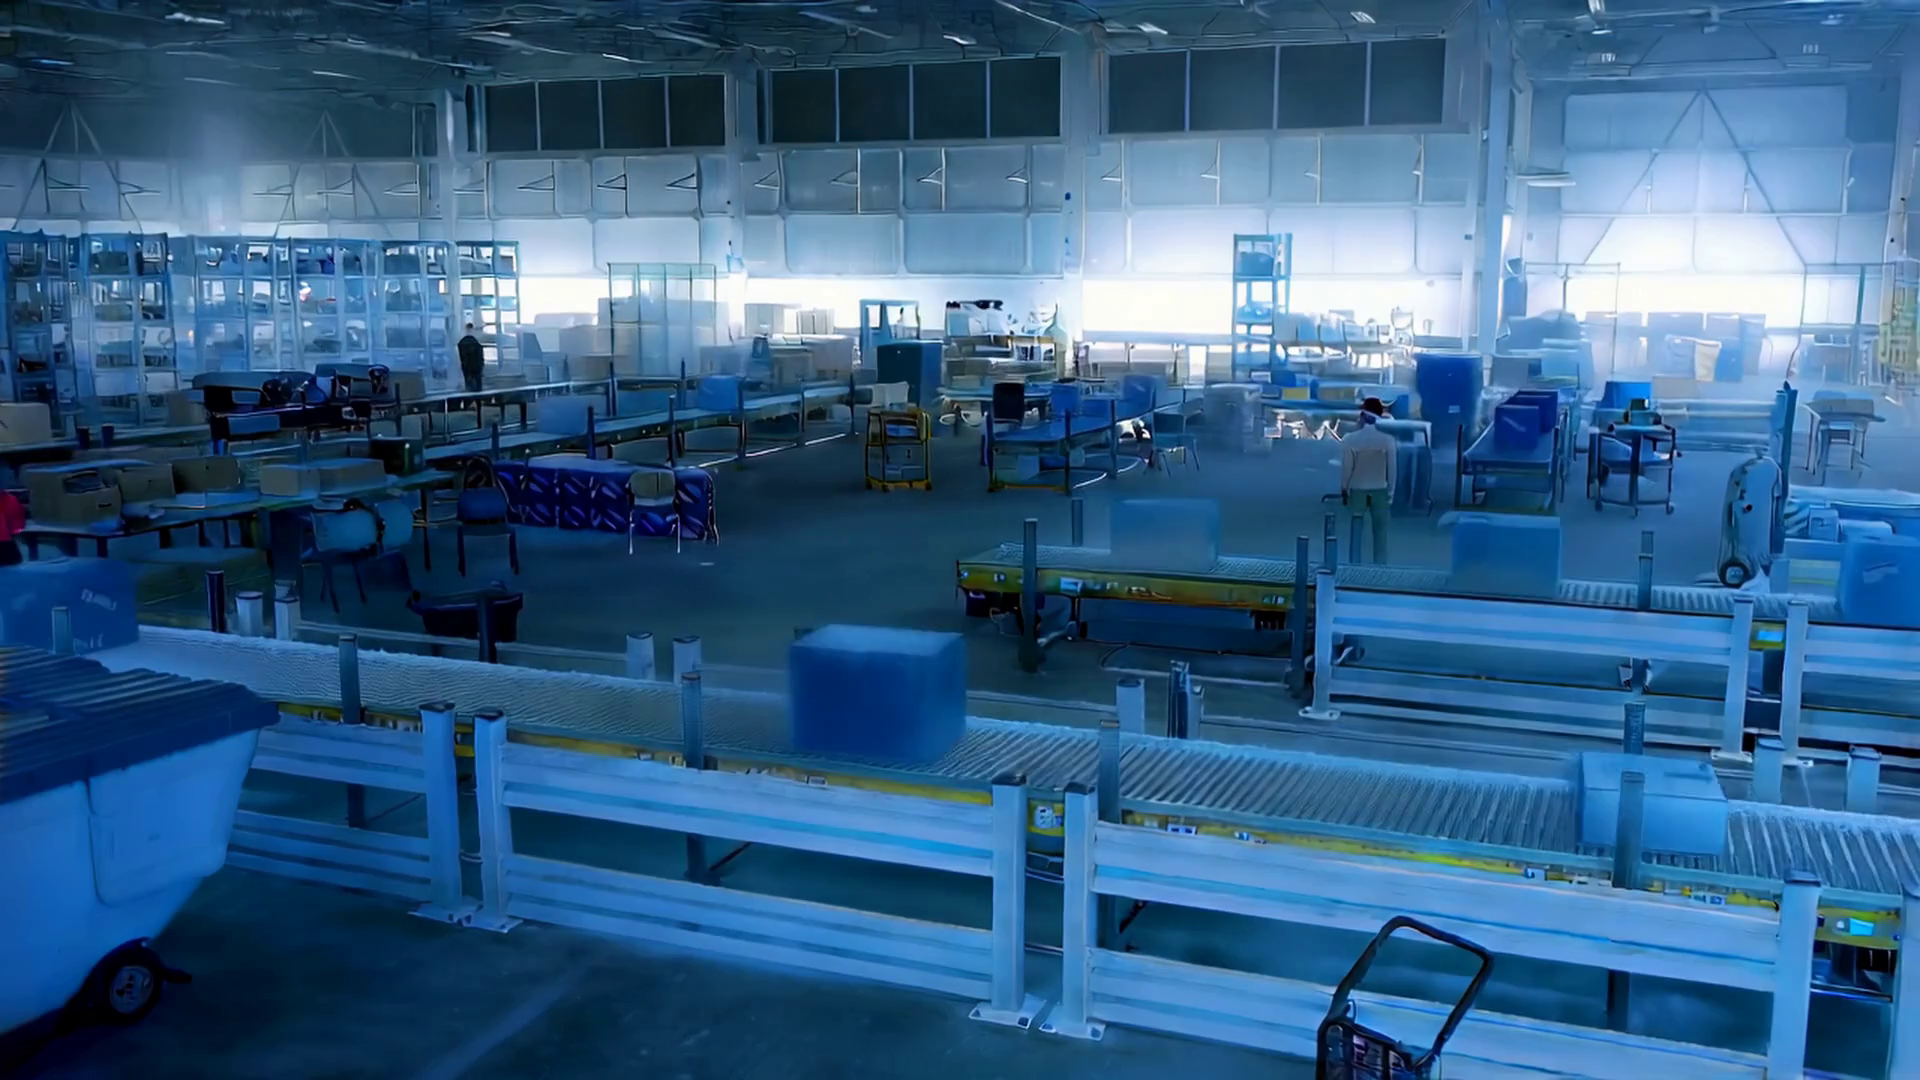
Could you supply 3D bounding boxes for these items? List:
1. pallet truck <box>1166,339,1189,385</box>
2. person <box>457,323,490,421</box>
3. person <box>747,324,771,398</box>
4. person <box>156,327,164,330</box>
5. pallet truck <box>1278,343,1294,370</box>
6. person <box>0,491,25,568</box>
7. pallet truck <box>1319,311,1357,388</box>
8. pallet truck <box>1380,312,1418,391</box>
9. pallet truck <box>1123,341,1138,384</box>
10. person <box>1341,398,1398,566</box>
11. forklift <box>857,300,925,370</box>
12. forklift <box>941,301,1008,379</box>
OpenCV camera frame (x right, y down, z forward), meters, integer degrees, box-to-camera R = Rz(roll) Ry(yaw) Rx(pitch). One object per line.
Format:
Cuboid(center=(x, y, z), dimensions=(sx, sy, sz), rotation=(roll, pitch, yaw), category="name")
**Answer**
Cuboid(center=(5.418, -4.269, 40.420), dimensions=(0.704, 1.261, 1.522), rotation=(3, 10, 20), category="pallet truck")
Cuboid(center=(-9.515, -3.272, 32.519), dimensions=(0.641, 1.908, 0.408), rotation=(7, 12, 36), category="person")
Cuboid(center=(-4.348, -3.766, 35.864), dimensions=(0.882, 1.801, 0.606), rotation=(-6, 11, -31), category="person")
Cuboid(center=(-17.956, -4.041, 37.420), dimensions=(0.568, 1.831, 0.412), rotation=(-4, 10, -22), category="person")
Cuboid(center=(7.886, -4.163, 39.743), dimensions=(0.653, 1.274, 1.630), rotation=(4, 10, 22), category="pallet truck")
Cuboid(center=(-7.076, 0.203, 12.135), dimensions=(0.330, 1.685, 0.539), rotation=(8, 12, 39), category="person")
Cuboid(center=(9.071, -4.419, 39.190), dimensions=(0.823, 1.965, 1.885), rotation=(5, 10, 26), category="pallet truck")
Cuboid(center=(10.207, -4.283, 38.369), dimensions=(0.823, 1.965, 1.885), rotation=(3, 10, 20), category="pallet truck")
Cuboid(center=(4.445, -4.380, 41.279), dimensions=(0.680, 1.201, 1.601), rotation=(4, 10, 22), category="pallet truck")
Cuboid(center=(3.938, -0.480, 16.016), dimensions=(0.532, 1.771, 0.304), rotation=(2, 10, 15), category="person")
Cuboid(center=(-1.732, -5.109, 42.468), dimensions=(1.157, 1.987, 2.680), rotation=(4, 10, 22), category="forklift")
Cuboid(center=(0.365, -4.966, 41.571), dimensions=(1.157, 1.987, 2.680), rotation=(3, 10, 20), category="forklift")
